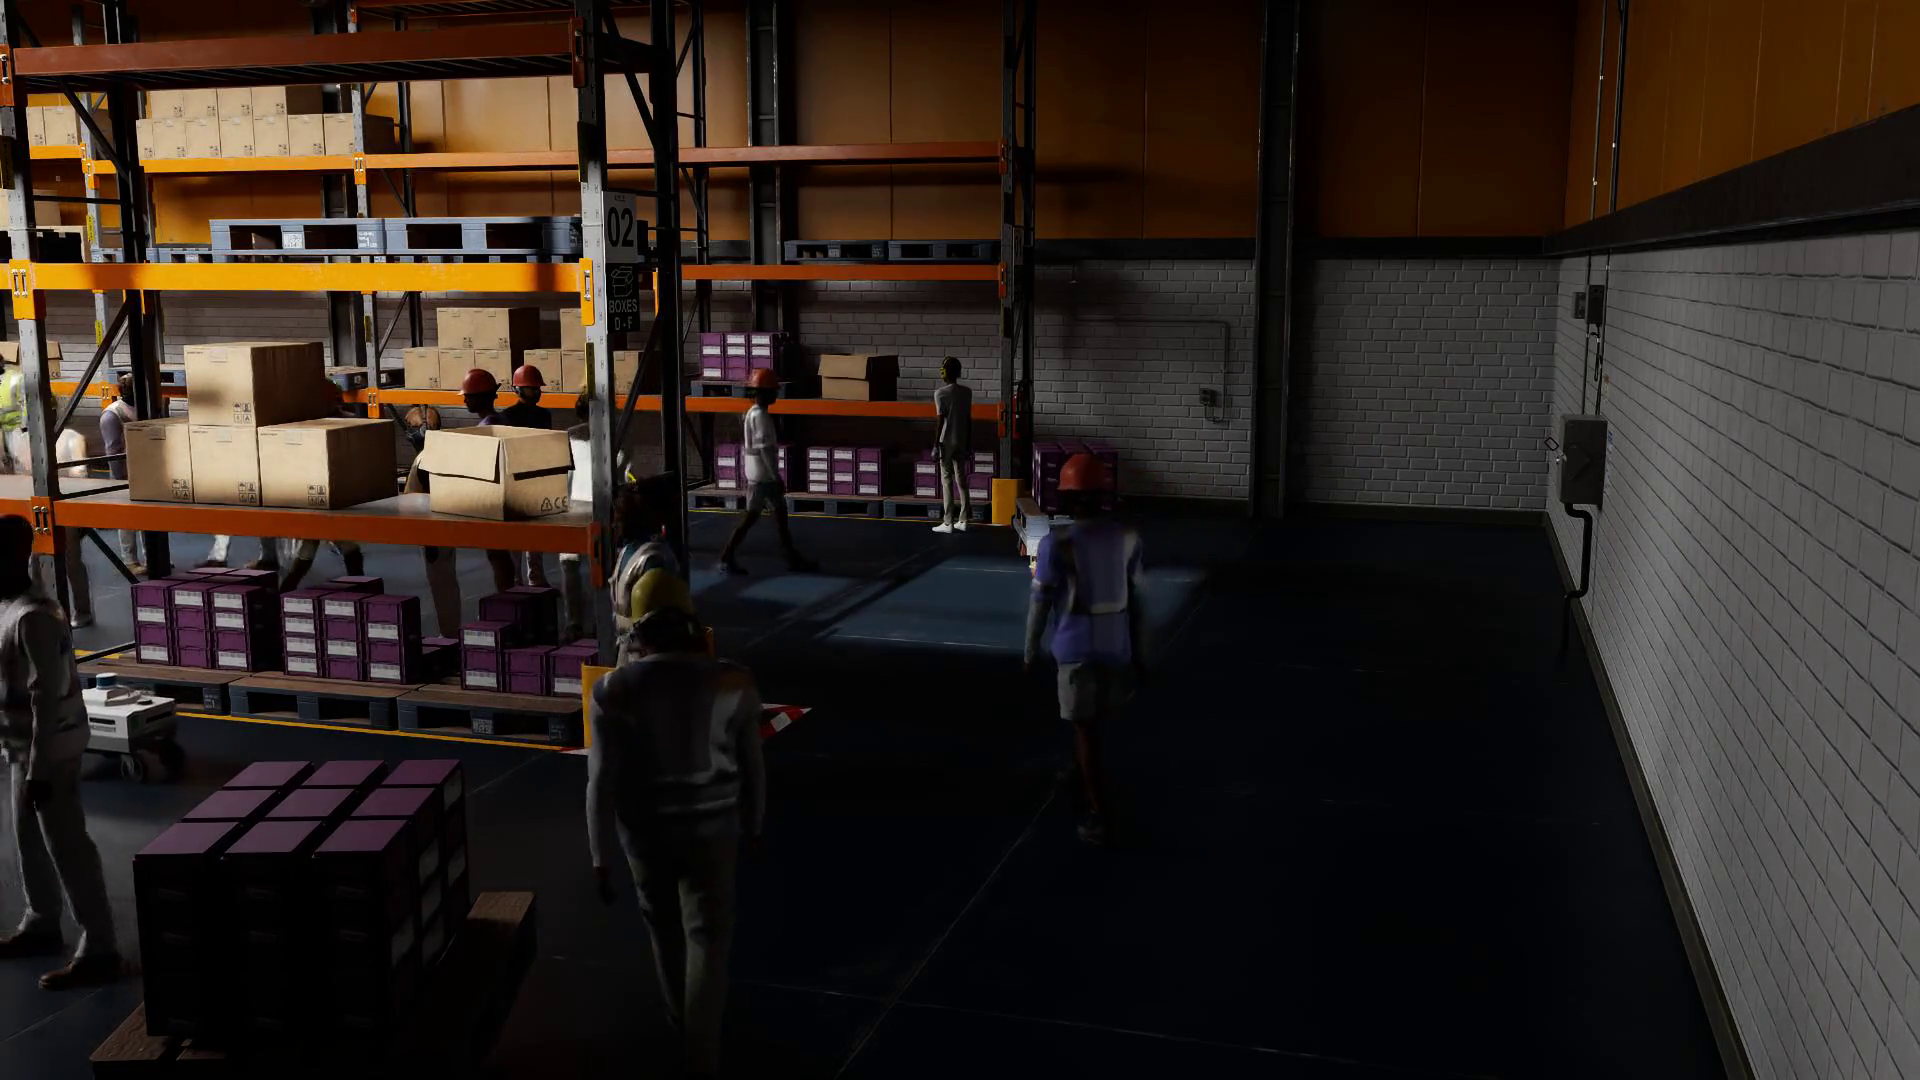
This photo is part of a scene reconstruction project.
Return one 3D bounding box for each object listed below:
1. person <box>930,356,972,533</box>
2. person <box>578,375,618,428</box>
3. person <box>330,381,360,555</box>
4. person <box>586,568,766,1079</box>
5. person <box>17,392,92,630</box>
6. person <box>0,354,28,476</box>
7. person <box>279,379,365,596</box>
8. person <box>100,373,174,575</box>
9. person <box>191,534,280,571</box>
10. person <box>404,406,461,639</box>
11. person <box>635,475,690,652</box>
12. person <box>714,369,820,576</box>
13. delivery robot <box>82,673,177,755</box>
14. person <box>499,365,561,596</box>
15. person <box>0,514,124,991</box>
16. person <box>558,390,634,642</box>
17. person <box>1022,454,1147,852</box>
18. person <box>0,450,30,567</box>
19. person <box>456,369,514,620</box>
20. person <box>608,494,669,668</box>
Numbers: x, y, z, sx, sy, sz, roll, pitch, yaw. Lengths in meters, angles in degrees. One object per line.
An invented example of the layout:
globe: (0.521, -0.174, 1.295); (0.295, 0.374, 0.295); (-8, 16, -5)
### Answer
person: (-0.095, -1.007, 17.637); (0.537, 1.869, 0.312); (-8, 12, -41)
person: (-3.497, -0.786, 16.464); (0.694, 1.808, 0.598); (-2, 9, -11)
person: (-5.956, -0.666, 16.000); (0.539, 1.716, 0.904); (-9, 13, -42)
person: (-0.963, 0.992, 5.709); (0.607, 1.791, 0.924); (-2, 9, -10)
person: (-6.954, -0.204, 12.691); (0.619, 1.884, 0.798); (1, 9, 4)
person: (-11.460, -1.351, 19.872); (0.639, 1.829, 0.431); (-4, 10, -22)
person: (-4.793, -0.218, 12.491); (1.078, 1.986, 0.631); (3, 10, 16)
person: (-7.547, -0.604, 15.299); (0.429, 1.848, 0.631); (3, 10, 15)
person: (-6.665, -0.607, 15.144); (0.870, 1.885, 0.702); (-6, 11, -34)
person: (-3.754, -0.040, 11.878); (0.430, 1.835, 0.621); (-2, 10, -14)
person: (-1.617, 0.470, 9.207); (0.678, 1.671, 0.525); (-4, 10, -25)
person: (-1.800, -0.609, 15.161); (0.953, 1.899, 0.554); (0, 9, -3)
delivery robot: (-4.718, 0.981, 9.230); (0.707, 0.478, 0.477); (3, 10, 19)
person: (-3.626, -0.477, 14.018); (0.383, 1.996, 0.609); (5, 10, 27)
person: (-3.650, 0.817, 6.539); (0.402, 1.877, 0.594); (-7, 12, -37)
person: (-2.724, -0.149, 12.323); (0.676, 1.897, 0.528); (-6, 11, -31)
person: (0.585, 0.518, 8.261); (0.572, 1.887, 0.942); (-4, 10, -23)
person: (-9.069, -0.506, 15.406); (0.728, 1.598, 0.584); (0, 9, -1)
person: (-3.657, -0.306, 12.882); (0.412, 2.036, 0.615); (-2, 9, -11)
person: (-1.694, 0.568, 8.755); (0.476, 1.625, 0.544); (-5, 11, -28)
